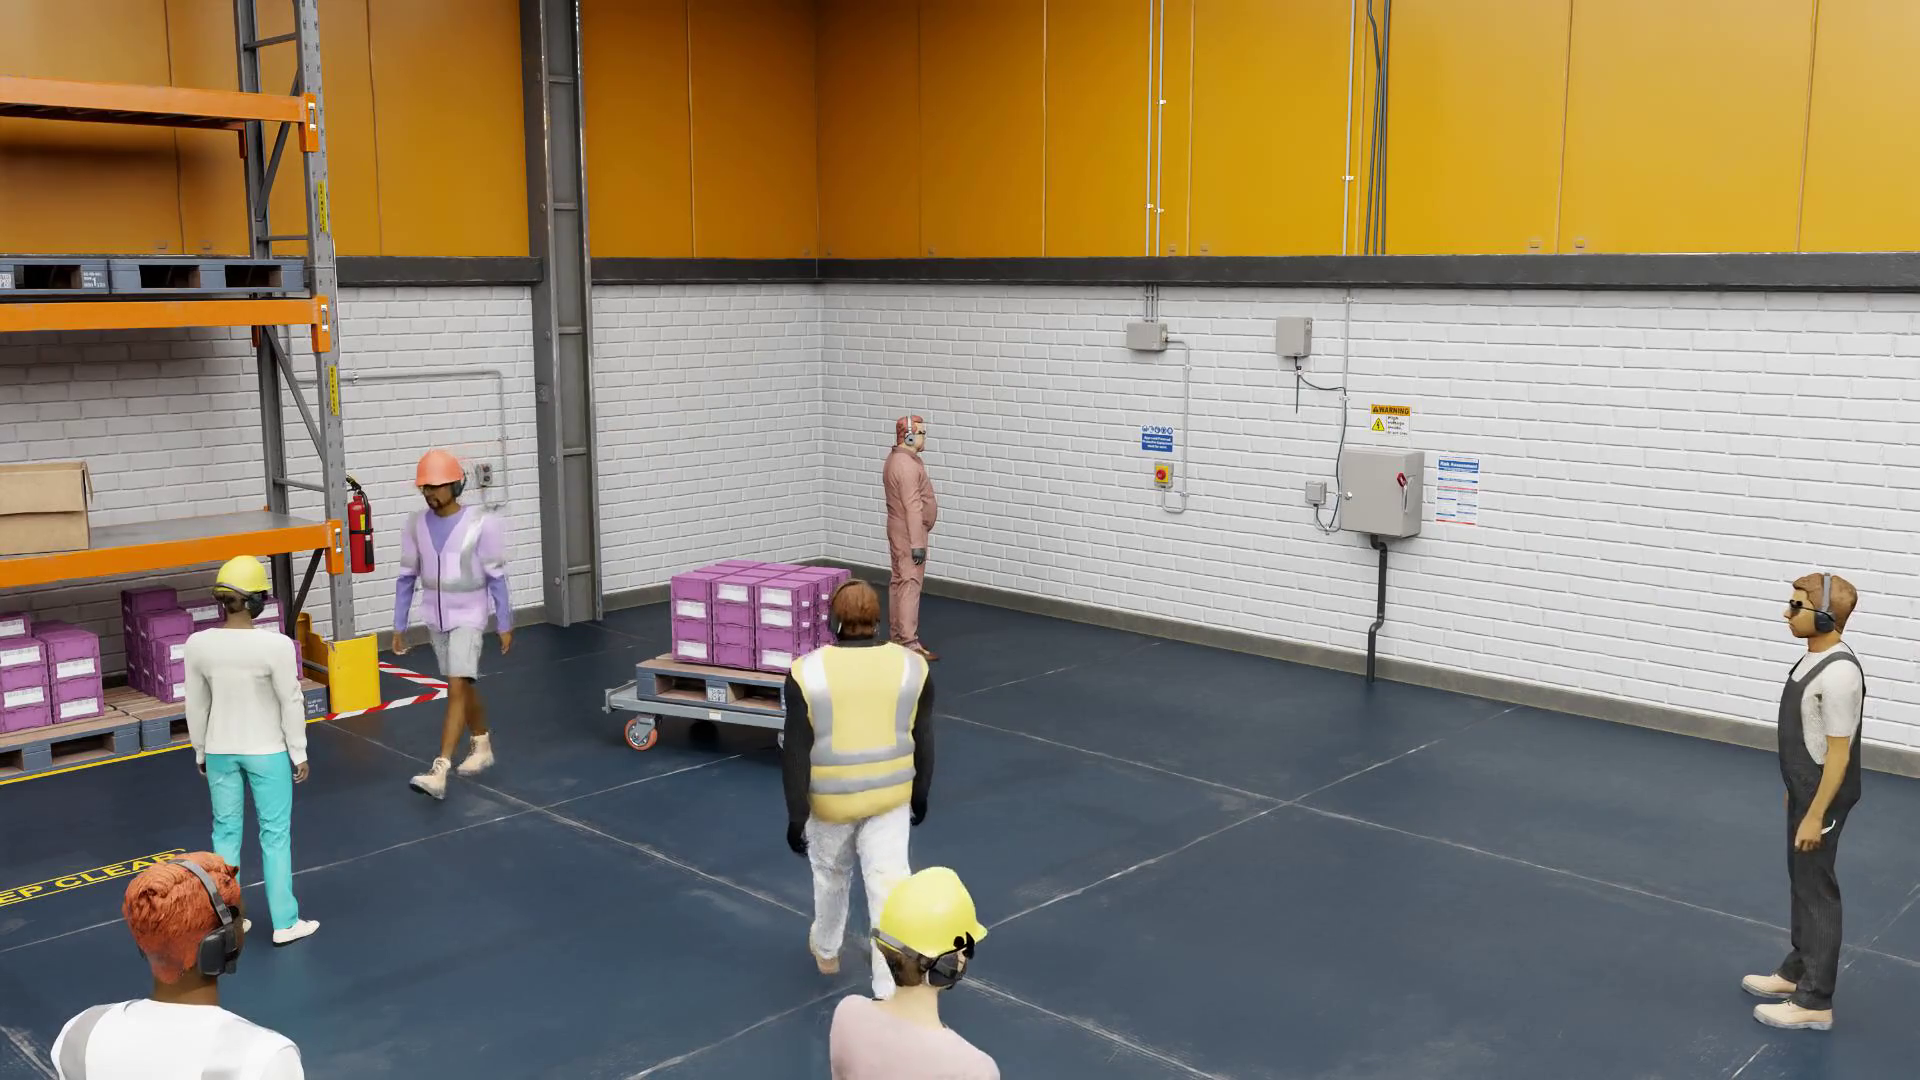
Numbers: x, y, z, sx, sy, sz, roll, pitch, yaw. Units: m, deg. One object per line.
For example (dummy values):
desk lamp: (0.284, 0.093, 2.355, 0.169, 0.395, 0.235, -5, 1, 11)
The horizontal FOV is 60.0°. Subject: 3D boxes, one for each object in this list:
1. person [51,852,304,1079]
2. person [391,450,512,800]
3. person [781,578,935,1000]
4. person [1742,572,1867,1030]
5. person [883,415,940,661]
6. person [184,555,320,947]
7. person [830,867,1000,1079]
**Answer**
person: (-1.518, 1.552, 3.393, 0.573, 1.883, 0.355, 3, 10, 15)
person: (-3.000, 0.478, 9.639, 0.646, 1.986, 1.025, 3, 10, 16)
person: (-0.421, 1.039, 6.811, 0.647, 1.789, 0.986, -3, 10, -15)
person: (3.406, 1.037, 6.664, 0.343, 1.847, 0.507, 3, 10, 19)
person: (-0.377, -0.018, 12.949, 0.409, 1.909, 0.642, -2, 10, -15)
person: (-3.180, 0.946, 7.469, 0.533, 1.765, 0.329, 1, 9, 5)
person: (-0.120, 1.575, 3.745, 0.536, 1.722, 0.898, 8, 13, 42)
